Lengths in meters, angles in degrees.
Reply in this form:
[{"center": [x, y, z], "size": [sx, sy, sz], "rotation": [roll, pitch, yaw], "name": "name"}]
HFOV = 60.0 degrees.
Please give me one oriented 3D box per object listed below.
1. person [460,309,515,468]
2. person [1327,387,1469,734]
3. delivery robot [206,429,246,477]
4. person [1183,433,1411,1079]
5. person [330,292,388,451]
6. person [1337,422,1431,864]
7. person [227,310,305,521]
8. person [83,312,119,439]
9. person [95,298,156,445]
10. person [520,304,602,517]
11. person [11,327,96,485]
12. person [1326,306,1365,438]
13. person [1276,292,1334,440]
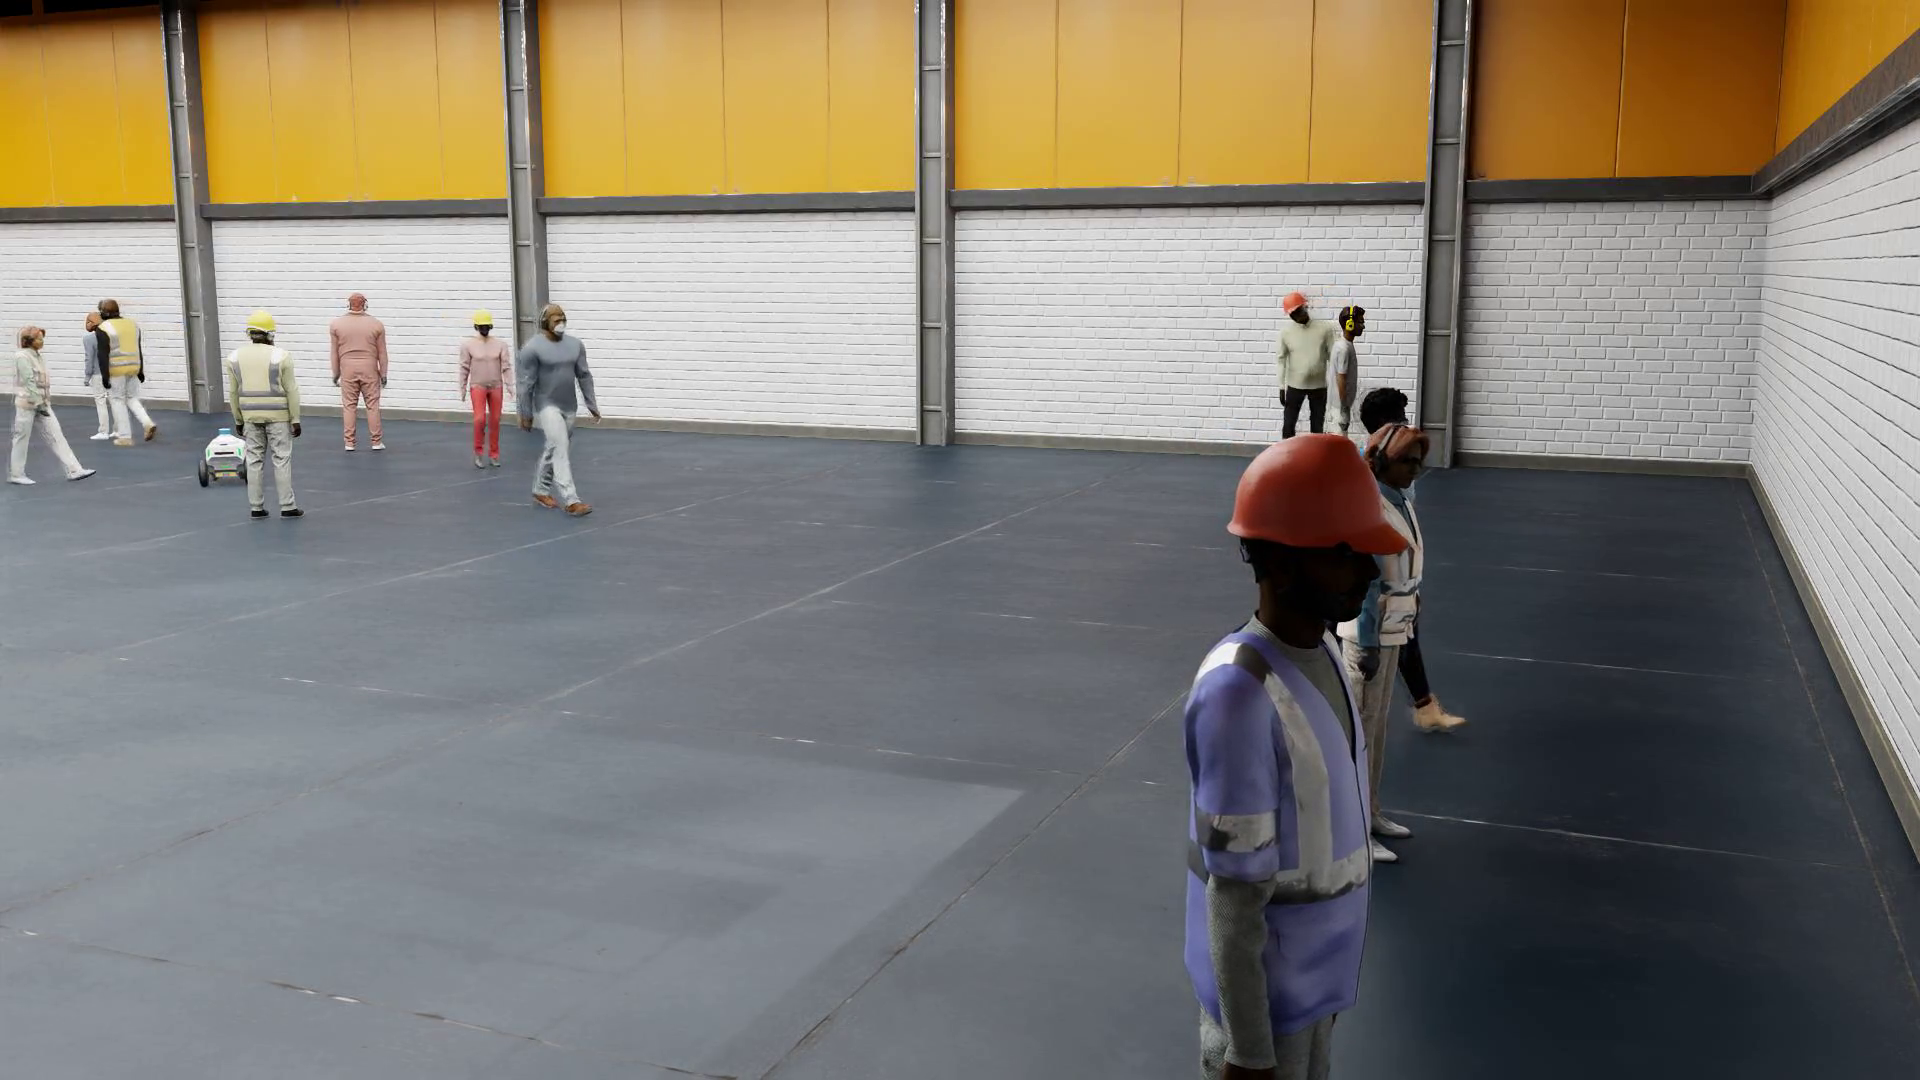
[{"center": [-5.191, -1.658, 18.271], "size": [0.539, 1.746, 0.526], "rotation": [-5, 11, -29], "name": "person"}, {"center": [2.002, 0.097, 7.933], "size": [0.539, 1.645, 0.849], "rotation": [-7, 12, -37], "name": "person"}, {"center": [-7.481, -0.891, 16.951], "size": [0.477, 0.478, 0.707], "rotation": [-4, 10, -20], "name": "delivery robot"}, {"center": [0.588, 0.775, 2.958], "size": [0.356, 1.936, 0.551], "rotation": [4, 10, 24], "name": "person"}, {"center": [-7.206, -2.012, 19.960], "size": [0.661, 1.904, 0.401], "rotation": [-2, 10, -14], "name": "person"}, {"center": [1.583, 0.374, 6.295], "size": [0.315, 1.638, 0.515], "rotation": [5, 10, 26], "name": "person"}, {"center": [-6.031, -1.076, 14.491], "size": [0.600, 1.831, 0.404], "rotation": [0, 9, 2], "name": "person"}, {"center": [-10.998, -2.102, 21.313], "size": [0.283, 1.633, 0.498], "rotation": [4, 10, 20], "name": "person"}, {"center": [-10.302, -2.053, 20.453], "size": [0.510, 1.821, 0.649], "rotation": [4, 10, 20], "name": "person"}, {"center": [-3.622, -1.171, 14.939], "size": [1.040, 1.890, 0.648], "rotation": [8, 12, 39], "name": "person"}, {"center": [-9.280, -1.350, 16.855], "size": [0.848, 1.598, 0.514], "rotation": [0, 9, 0], "name": "person"}, {"center": [3.501, -1.197, 15.157], "size": [0.323, 1.862, 0.510], "rotation": [2, 10, 12], "name": "person"}, {"center": [3.670, -1.624, 17.503], "size": [0.713, 1.944, 0.381], "rotation": [0, 9, 0], "name": "person"}]
